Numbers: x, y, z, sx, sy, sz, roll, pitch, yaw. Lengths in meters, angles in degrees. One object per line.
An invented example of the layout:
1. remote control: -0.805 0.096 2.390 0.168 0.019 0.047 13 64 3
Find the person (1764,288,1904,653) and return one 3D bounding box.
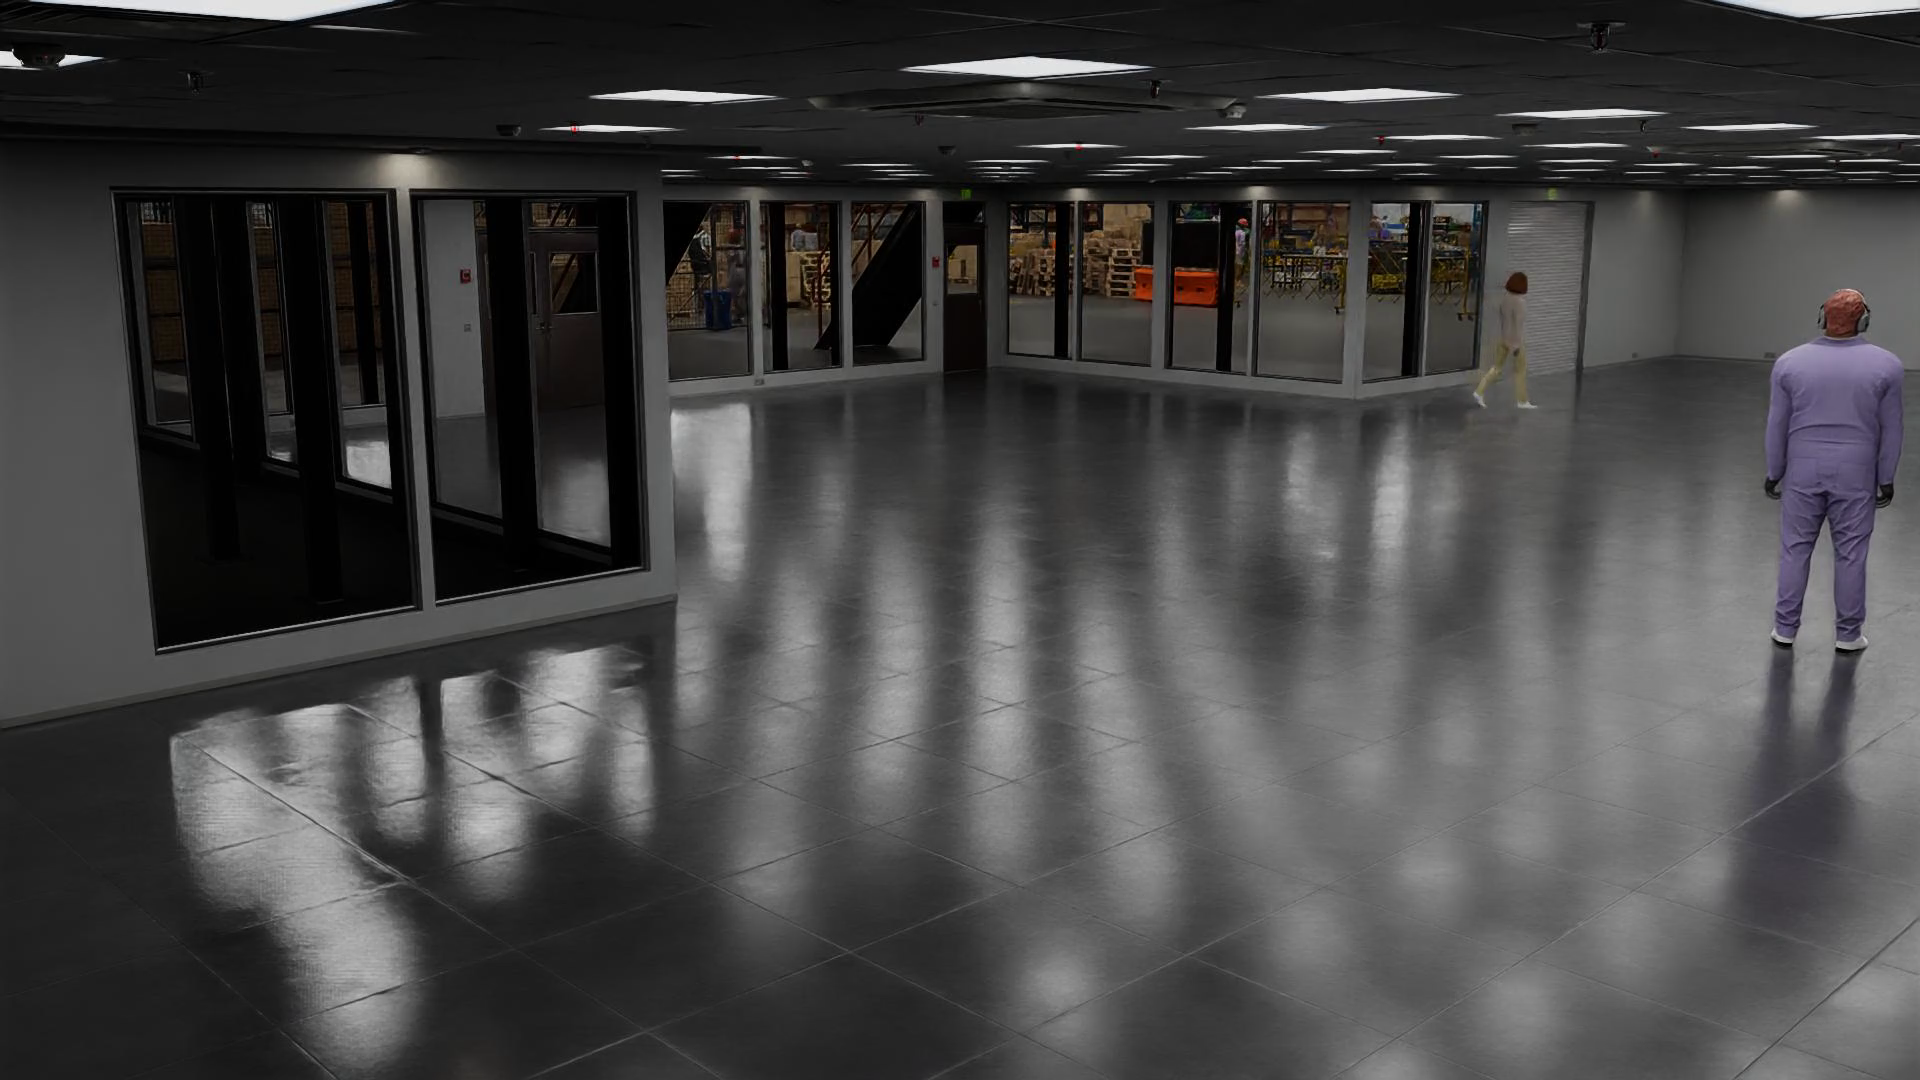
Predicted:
1. person: 4.591 -0.361 8.772 0.638 1.911 0.406 7 13 31

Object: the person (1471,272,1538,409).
1. person: 6.337 -2.303 19.268 0.783 1.603 0.509 -4 12 -18
